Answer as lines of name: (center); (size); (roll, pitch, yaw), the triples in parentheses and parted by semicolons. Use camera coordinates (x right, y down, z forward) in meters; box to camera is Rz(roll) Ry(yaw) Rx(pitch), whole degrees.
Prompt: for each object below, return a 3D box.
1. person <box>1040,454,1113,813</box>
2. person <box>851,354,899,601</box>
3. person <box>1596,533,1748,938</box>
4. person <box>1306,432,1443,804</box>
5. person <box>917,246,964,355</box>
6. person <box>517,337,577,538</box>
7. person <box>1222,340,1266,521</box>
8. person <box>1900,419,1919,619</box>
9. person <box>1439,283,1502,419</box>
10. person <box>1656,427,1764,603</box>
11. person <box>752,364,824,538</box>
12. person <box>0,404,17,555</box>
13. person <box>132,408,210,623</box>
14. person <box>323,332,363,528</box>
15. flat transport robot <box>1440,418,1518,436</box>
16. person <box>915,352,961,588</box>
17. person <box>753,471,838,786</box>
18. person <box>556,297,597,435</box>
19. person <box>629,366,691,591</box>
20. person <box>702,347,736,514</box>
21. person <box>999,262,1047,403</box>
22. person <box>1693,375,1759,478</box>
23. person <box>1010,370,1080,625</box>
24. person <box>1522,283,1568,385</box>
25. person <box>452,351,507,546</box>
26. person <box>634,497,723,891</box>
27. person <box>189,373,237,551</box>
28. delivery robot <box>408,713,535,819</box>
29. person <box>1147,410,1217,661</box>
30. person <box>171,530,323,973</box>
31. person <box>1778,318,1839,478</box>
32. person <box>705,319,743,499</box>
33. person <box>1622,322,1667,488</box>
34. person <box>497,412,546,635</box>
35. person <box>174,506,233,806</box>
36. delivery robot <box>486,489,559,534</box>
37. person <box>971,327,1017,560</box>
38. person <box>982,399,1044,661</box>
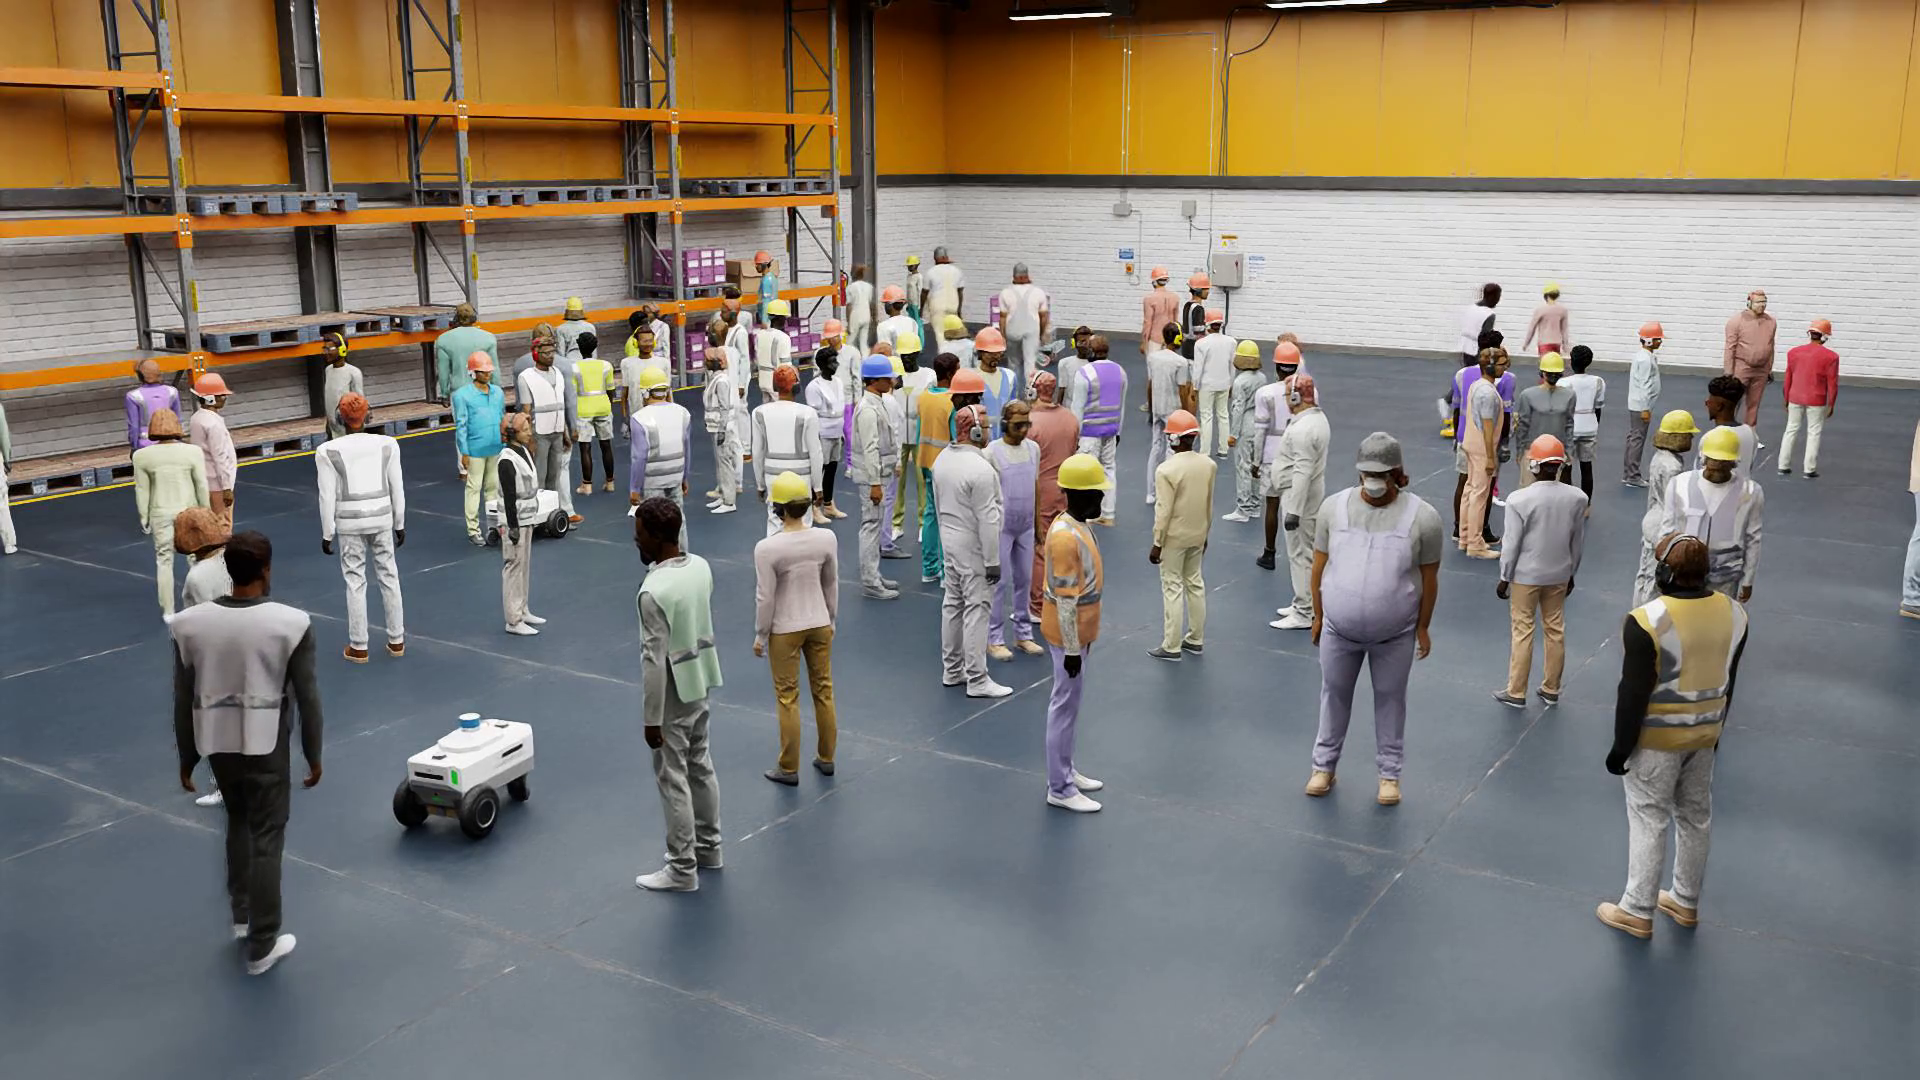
person: (0.623, 0.486, 8.942); (0.370, 1.928, 0.585); (2, 13, 8)
person: (-0.670, -0.502, 13.187); (0.391, 1.948, 0.605); (0, 13, -1)
person: (3.163, 0.874, 7.452); (0.621, 1.845, 0.430); (-5, 14, -19)
person: (2.210, 0.424, 8.968); (0.675, 2.000, 0.537); (5, 14, 22)
person: (-0.345, -3.885, 27.657); (0.705, 2.000, 0.839); (-7, 15, -26)
person: (-3.841, -0.961, 15.400); (0.390, 1.846, 0.565); (6, 14, 24)
person: (2.743, -1.051, 16.017); (0.294, 1.744, 0.484); (11, 17, 39)
person: (7.415, -0.395, 12.620); (0.381, 1.994, 0.613); (8, 15, 32)
person: (6.648, -2.398, 21.567); (0.667, 1.872, 0.650); (-3, 13, -11)
person: (4.704, 0.188, 10.475); (0.596, 1.825, 0.403); (6, 14, 25)
person: (-1.335, -0.432, 13.024); (0.573, 1.883, 0.354); (4, 14, 17)
person: (-8.545, -0.649, 14.499); (0.510, 1.640, 0.308); (-10, 16, -36)
person: (-5.902, -0.178, 12.496); (0.502, 1.628, 0.277); (-4, 14, -17)
person: (-5.771, -1.012, 15.565); (0.518, 1.874, 0.326); (8, 15, 32)
flat transport robot: (6.635, -1.480, 21.104); (0.652, 0.197, 1.431); (8, 15, 32)
person: (-0.137, -0.568, 13.539); (0.378, 1.917, 0.597); (-9, 16, -35)
person: (-0.913, 0.491, 9.271); (0.524, 1.772, 0.312); (-9, 16, -34)
person: (-4.792, -2.165, 20.850); (0.486, 1.744, 0.294); (-5, 14, -21)
person: (-2.422, -0.483, 13.359); (0.403, 1.830, 0.601); (10, 16, 37)
person: (-2.367, -1.081, 16.373); (0.309, 1.639, 0.523); (-3, 13, -15)
person: (0.893, -2.996, 23.800); (0.690, 2.000, 0.942); (0, 13, -2)
person: (5.364, -0.190, 11.790); (0.613, 1.963, 0.361); (-10, 16, -37)
person: (0.604, -0.319, 12.483); (0.401, 1.910, 0.640); (12, 18, 42)
person: (8.272, -2.751, 23.451); (0.533, 1.716, 0.899); (-4, 14, -18)
person: (-4.303, -0.838, 15.067); (0.327, 1.752, 0.563); (8, 15, 32)
person: (-1.342, 0.735, 7.916); (0.389, 1.910, 0.590); (4, 13, 16)
person: (-6.027, -0.483, 13.527); (0.330, 1.750, 0.573); (-11, 17, -39)
delivery robot: (-2.582, 1.162, 8.817); (0.477, 0.478, 0.707); (5, 14, 21)
person: (1.525, -0.036, 11.588); (0.575, 1.749, 0.334); (-11, 17, -40)
person: (-3.077, 0.907, 7.231); (0.603, 1.879, 0.601); (-1, 13, -2)
person: (9.303, -1.550, 18.189); (0.353, 1.738, 0.575); (-11, 17, -39)
person: (-2.435, -1.334, 17.021); (0.351, 1.846, 0.507); (6, 14, 25)
person: (7.279, -1.442, 17.688); (0.326, 1.752, 0.561); (3, 13, 14)
person: (-3.245, -0.127, 12.235); (0.310, 1.638, 0.522); (0, 13, -2)
person: (-4.043, 0.621, 9.001); (0.279, 1.634, 0.499); (-2, 13, -7)
delivery robot: (-3.981, -0.295, 15.134); (0.477, 0.478, 0.707); (6, 14, 24)
person: (0.252, -0.805, 14.294); (0.615, 2.043, 0.373); (-8, 15, -32)
person: (0.359, -0.070, 11.567); (0.511, 1.836, 0.357); (-9, 16, -34)
